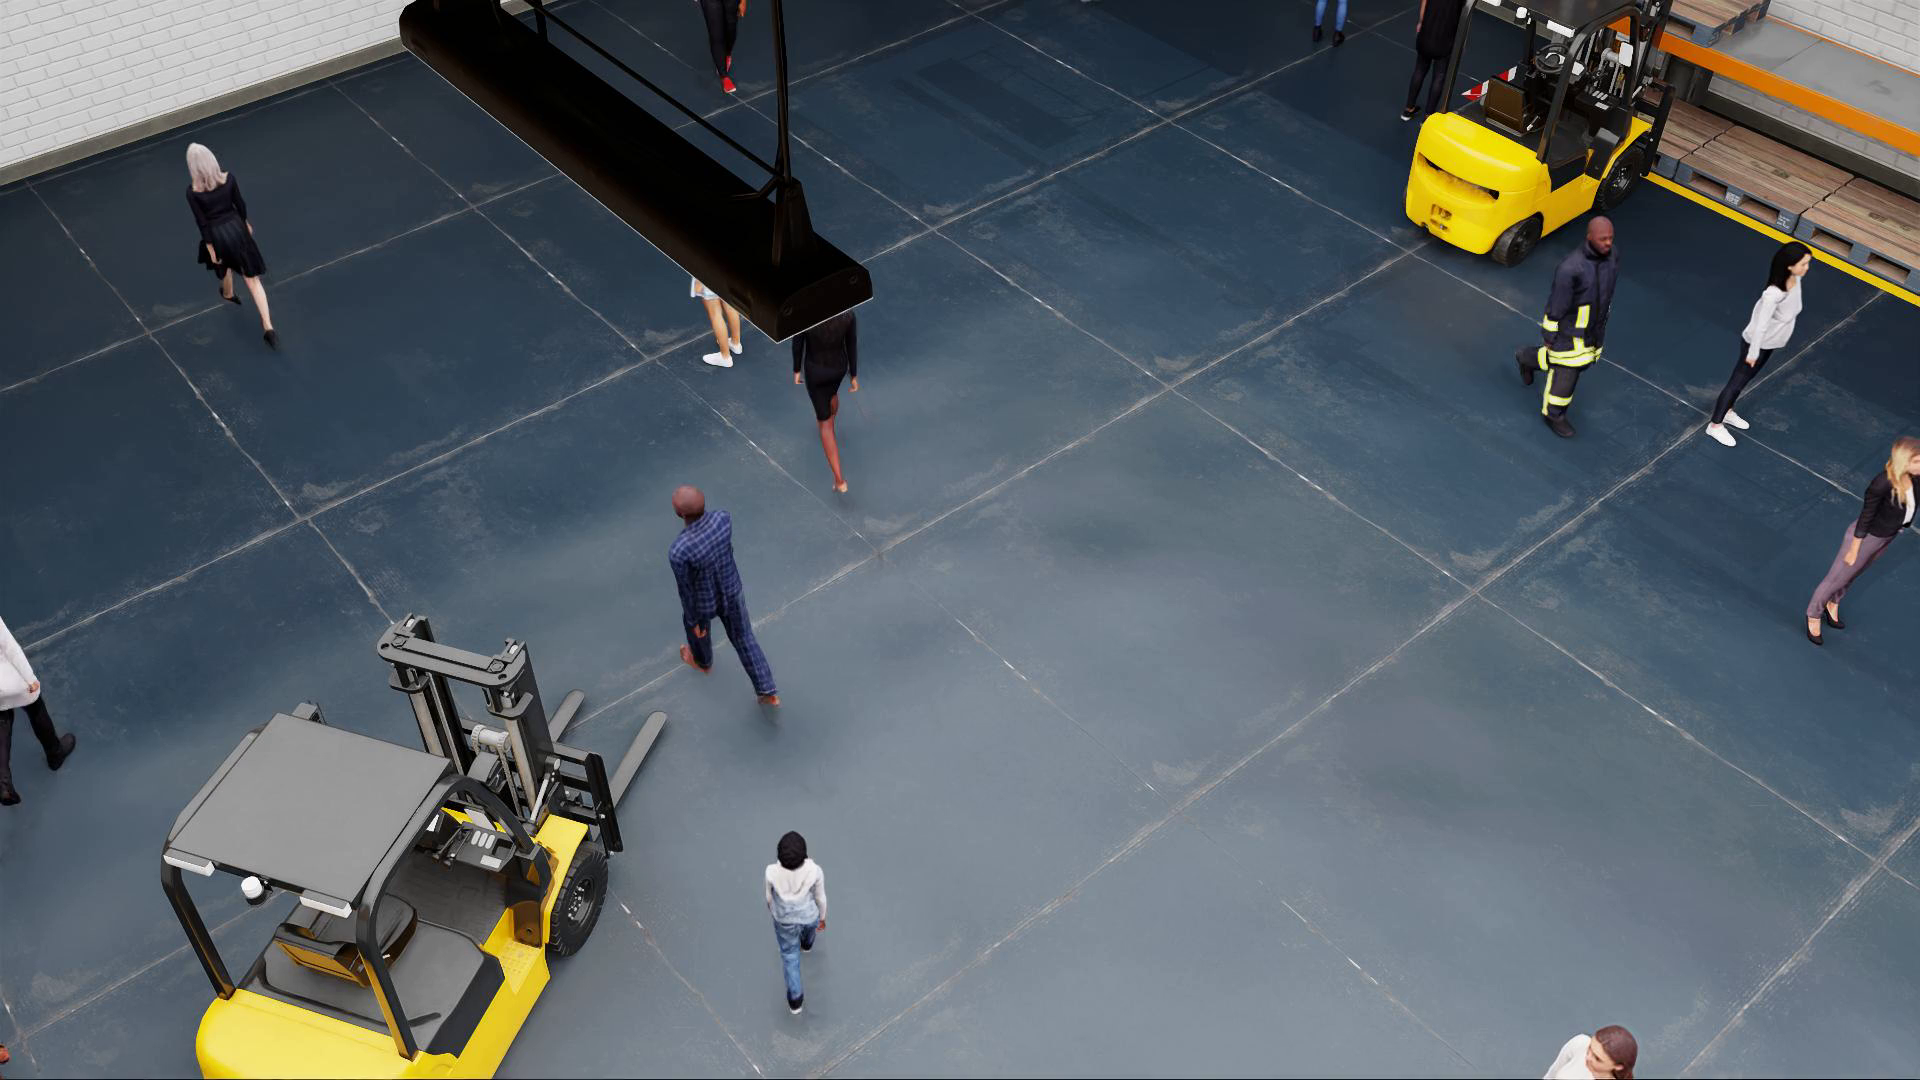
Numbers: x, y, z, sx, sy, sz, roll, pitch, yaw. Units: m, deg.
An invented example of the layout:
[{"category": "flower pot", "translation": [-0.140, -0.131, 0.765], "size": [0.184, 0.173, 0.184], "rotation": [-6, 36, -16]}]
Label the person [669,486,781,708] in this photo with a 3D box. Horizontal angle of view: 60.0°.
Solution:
[{"category": "person", "translation": [-1.472, 0.372, 10.370], "size": [0.717, 1.785, 1.181], "rotation": [-32, 52, -29]}]

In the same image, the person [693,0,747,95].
[{"category": "person", "translation": [-2.375, -5.371, 16.424], "size": [1.068, 1.749, 1.243], "rotation": [-2, 44, -2]}]

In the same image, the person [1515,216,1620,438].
[{"category": "person", "translation": [4.584, -1.685, 12.512], "size": [0.826, 1.808, 1.076], "rotation": [-22, 48, -21]}]

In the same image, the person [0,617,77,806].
[{"category": "person", "translation": [-5.735, 0.886, 9.826], "size": [0.954, 1.791, 1.050], "rotation": [0, 44, 0]}]

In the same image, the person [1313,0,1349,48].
[{"category": "person", "translation": [3.885, -5.885, 17.051], "size": [0.589, 1.629, 0.727], "rotation": [20, 47, 19]}]

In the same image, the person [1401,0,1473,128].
[{"category": "person", "translation": [4.550, -4.822, 15.764], "size": [0.571, 1.865, 0.771], "rotation": [31, 52, 28]}]

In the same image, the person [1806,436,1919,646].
[{"category": "person", "translation": [5.908, -0.007, 10.849], "size": [0.615, 1.672, 0.554], "rotation": [-25, 49, -24]}]

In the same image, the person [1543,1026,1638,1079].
[{"category": "person", "translation": [2.915, 2.787, 7.905], "size": [0.719, 1.688, 0.559], "rotation": [-17, 46, -17]}]

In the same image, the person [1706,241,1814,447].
[{"category": "person", "translation": [5.959, -1.490, 12.386], "size": [0.583, 1.700, 0.639], "rotation": [32, 52, 29]}]

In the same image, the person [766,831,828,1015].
[{"category": "person", "translation": [-0.898, 2.043, 9.002], "size": [0.734, 1.253, 0.921], "rotation": [-8, 44, -8]}]

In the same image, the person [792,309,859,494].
[{"category": "person", "translation": [-0.945, -1.124, 12.019], "size": [0.951, 1.677, 1.297], "rotation": [-13, 45, -13]}]

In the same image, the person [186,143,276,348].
[{"category": "person", "translation": [-5.771, -2.320, 13.257], "size": [0.674, 1.700, 1.165], "rotation": [-34, 53, -30]}]
